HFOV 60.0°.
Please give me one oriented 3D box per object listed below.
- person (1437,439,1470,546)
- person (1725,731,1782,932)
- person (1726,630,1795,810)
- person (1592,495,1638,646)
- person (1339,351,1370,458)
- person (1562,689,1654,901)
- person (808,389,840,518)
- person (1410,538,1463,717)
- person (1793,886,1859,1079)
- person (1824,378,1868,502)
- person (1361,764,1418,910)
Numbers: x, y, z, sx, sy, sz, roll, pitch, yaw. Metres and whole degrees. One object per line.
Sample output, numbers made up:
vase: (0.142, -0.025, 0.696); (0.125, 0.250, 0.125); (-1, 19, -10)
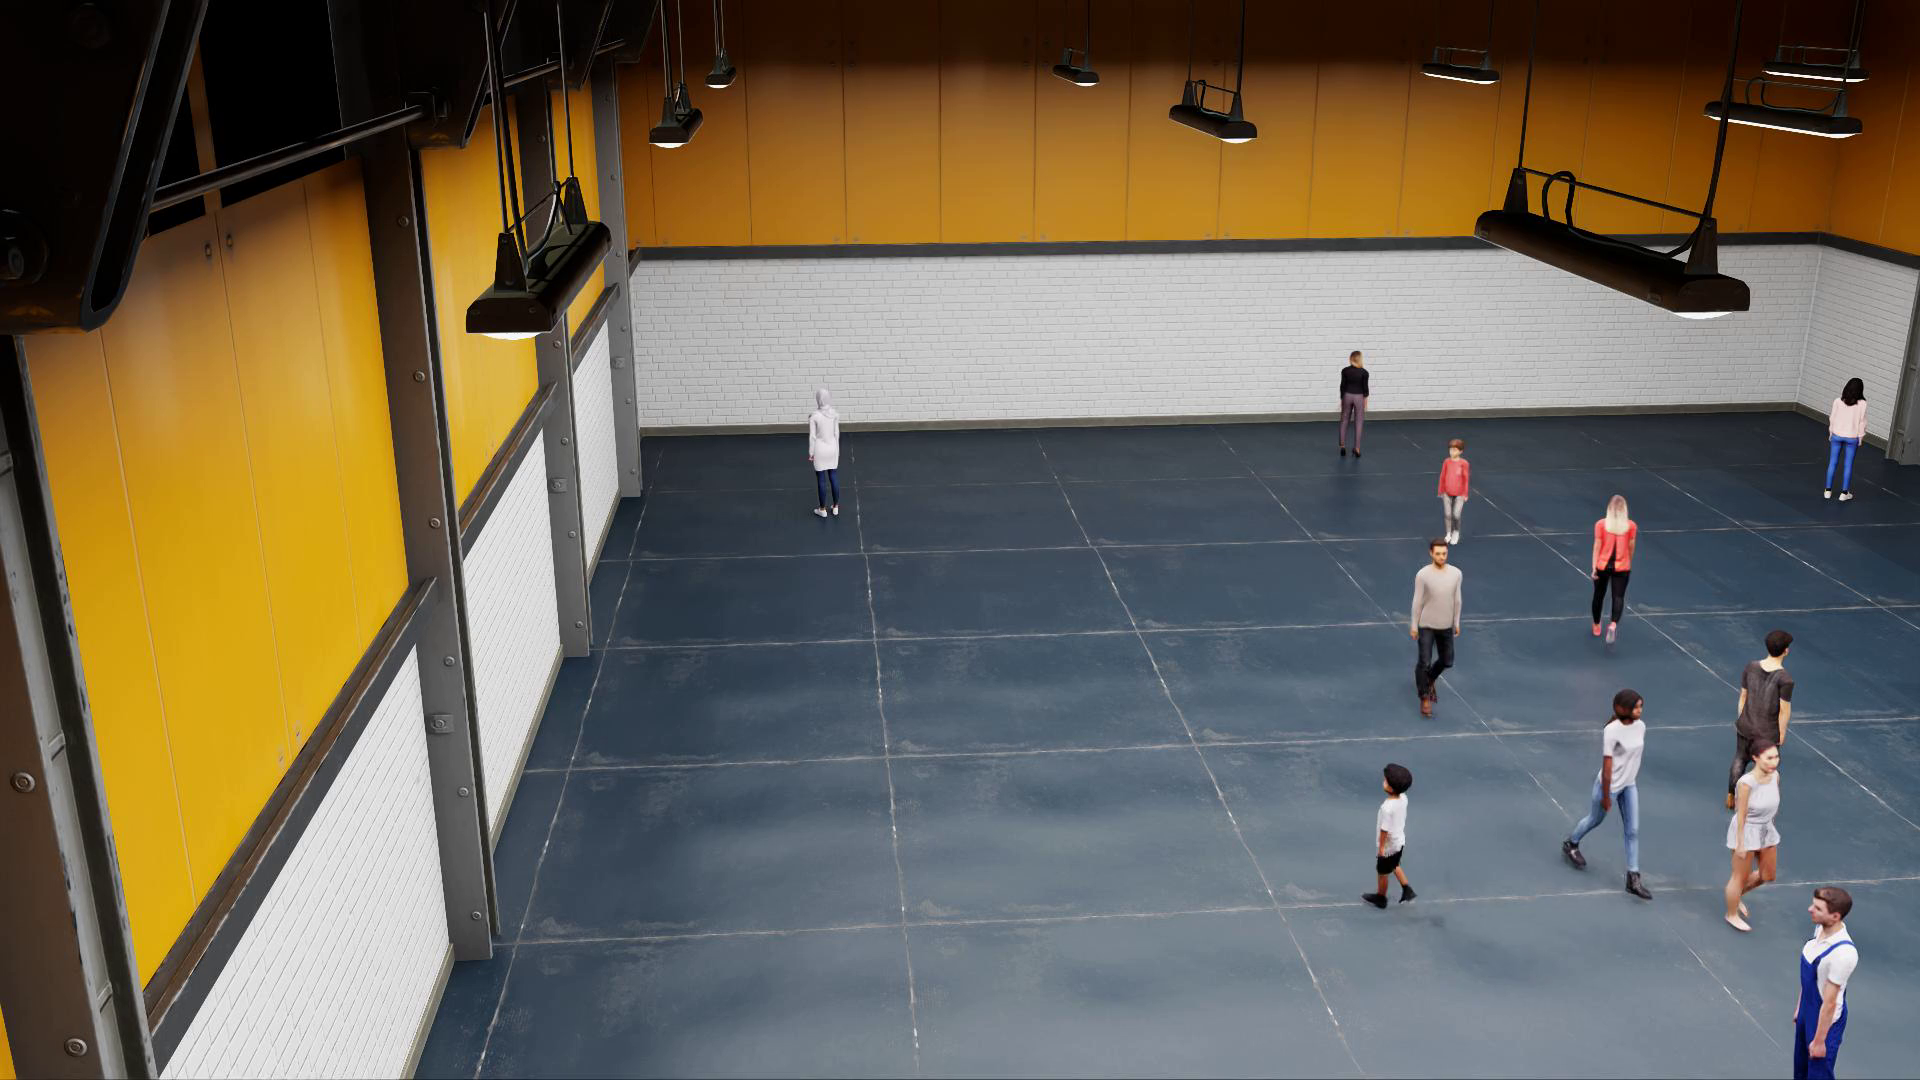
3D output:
person: (6.512, -0.642, 21.815); (0.632, 1.405, 0.689); (14, 23, 36)
person: (6.093, 2.249, 12.927); (0.661, 1.598, 0.678); (-9, 21, -25)
person: (7.052, 1.611, 14.645); (0.751, 1.711, 0.634); (-12, 22, -32)
person: (7.228, 0.354, 18.437); (0.862, 1.674, 1.090); (6, 20, 18)
person: (6.085, -2.107, 25.751); (0.690, 1.669, 0.710); (9, 21, 26)
person: (5.266, 2.005, 13.533); (0.867, 1.675, 1.224); (-9, 20, -24)
person: (-1.857, -1.203, 22.899); (0.676, 1.777, 0.653); (-9, 21, -25)
person: (4.749, 0.837, 16.718); (0.665, 1.854, 0.719); (-1, 19, -4)
person: (5.366, 2.982, 10.361); (0.732, 1.847, 0.591); (3, 19, 10)
person: (12.580, -1.446, 23.630); (0.707, 1.770, 0.774); (16, 24, 39)
person: (3.457, 2.363, 13.125); (0.760, 1.255, 0.694); (16, 25, 40)
